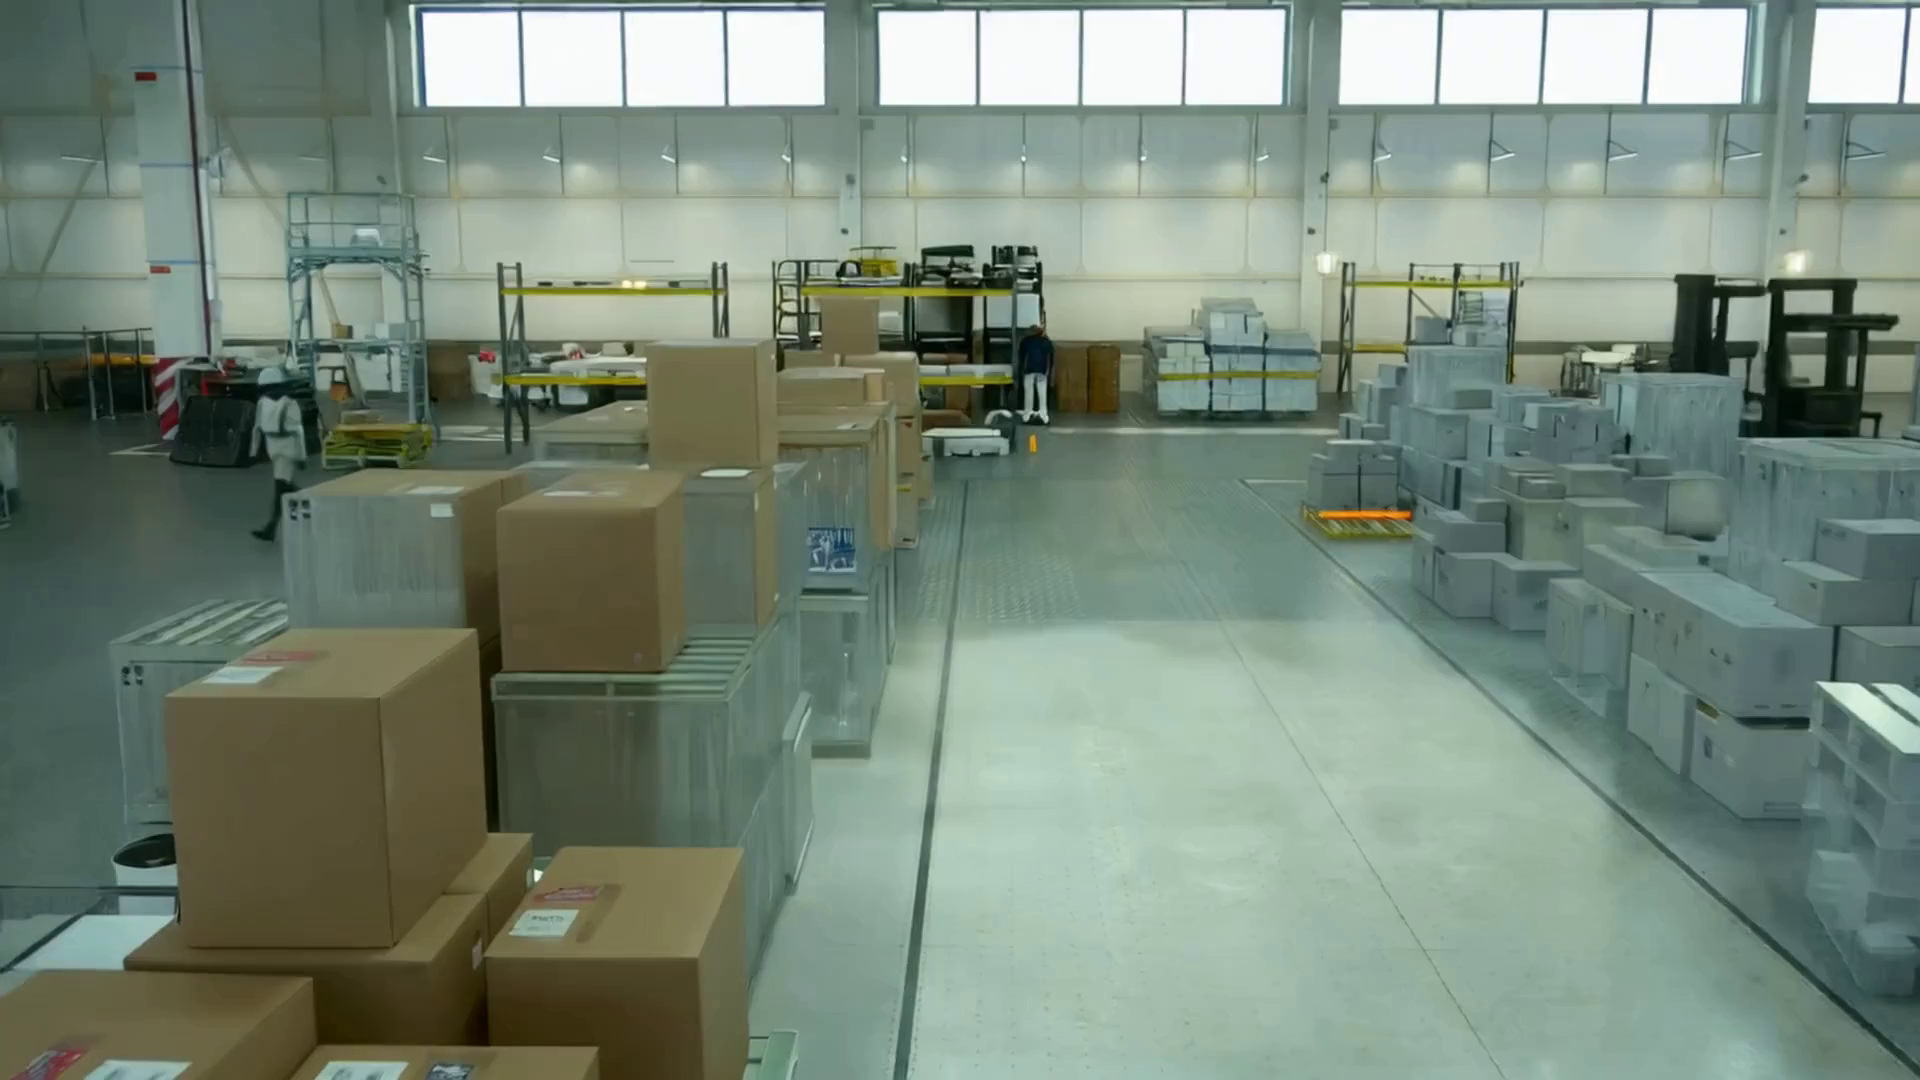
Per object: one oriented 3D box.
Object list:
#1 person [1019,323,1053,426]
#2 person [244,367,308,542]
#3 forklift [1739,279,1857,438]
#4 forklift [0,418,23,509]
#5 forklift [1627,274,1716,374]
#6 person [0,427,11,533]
[{"bbox_3d":[1.412,-3.081,30.936,0.628,1.932,0.361,-1,10,-7],"label":"person"},{"bbox_3d":[-7.512,-0.940,18.204,0.562,1.892,0.948,5,11,27],"label":"person"},{"bbox_3d":[10.328,-1.795,20.387,1.129,2.768,1.873,0,9,0],"label":"forklift"},{"bbox_3d":[-12.457,-1.720,19.936,1.873,2.768,1.129,-4,10,-25],"label":"forklift"},{"bbox_3d":[12.836,-3.275,29.252,1.873,2.768,1.129,0,9,1],"label":"forklift"},{"bbox_3d":[-10.923,-1.002,18.632,0.340,1.879,0.577,-2,10,-12],"label":"person"}]
